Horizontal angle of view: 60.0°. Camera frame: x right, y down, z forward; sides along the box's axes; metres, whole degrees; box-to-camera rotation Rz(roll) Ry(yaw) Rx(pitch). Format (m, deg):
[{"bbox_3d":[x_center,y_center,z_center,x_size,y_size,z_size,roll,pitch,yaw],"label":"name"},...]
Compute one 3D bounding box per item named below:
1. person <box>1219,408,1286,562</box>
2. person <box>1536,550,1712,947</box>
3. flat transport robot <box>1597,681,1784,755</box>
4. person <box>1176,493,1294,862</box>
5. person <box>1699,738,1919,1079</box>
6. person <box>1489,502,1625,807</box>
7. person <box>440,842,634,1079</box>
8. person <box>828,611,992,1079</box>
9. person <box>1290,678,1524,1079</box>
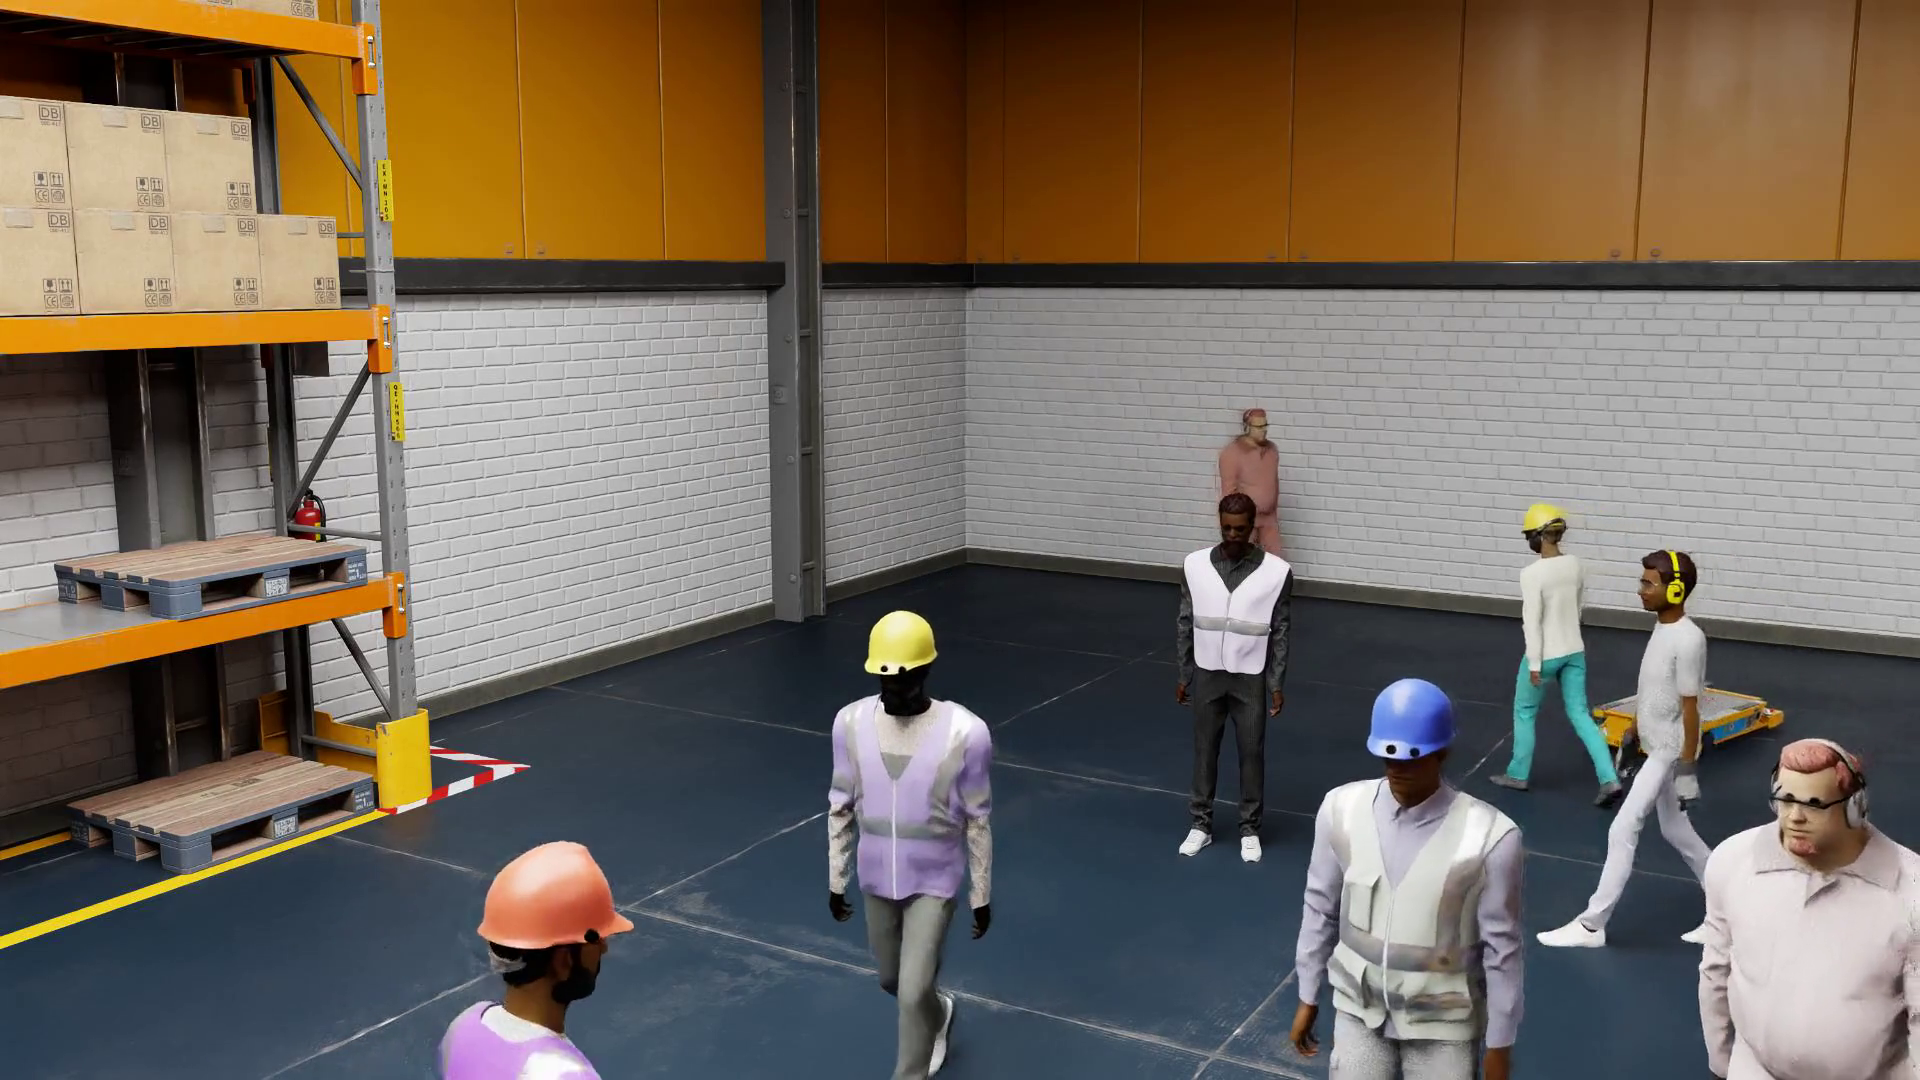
[{"bbox_3d":[2.509,-0.181,14.178,0.657,1.894,0.431,-6,11,-33],"label":"person"},{"bbox_3d":[3.135,0.945,7.418,0.940,1.832,0.526,2,9,12],"label":"person"},{"bbox_3d":[4.742,1.161,10.883,1.431,0.197,0.652,-8,12,-39],"label":"flat transport robot"},{"bbox_3d":[1.413,0.700,8.636,0.593,1.918,0.391,3,10,18],"label":"person"},{"bbox_3d":[2.272,1.416,4.401,0.646,1.855,1.027,7,11,35],"label":"person"},{"bbox_3d":[3.443,0.656,9.490,0.544,1.725,0.798,-5,10,-27],"label":"person"},{"bbox_3d":[-0.878,1.557,3.293,0.647,1.915,0.567,-7,12,-39],"label":"person"},{"bbox_3d":[-0.159,1.154,5.885,0.599,1.899,0.887,3,10,21],"label":"person"},{"bbox_3d":[1.274,1.319,4.724,0.634,1.931,0.650,7,11,37],"label":"person"}]
